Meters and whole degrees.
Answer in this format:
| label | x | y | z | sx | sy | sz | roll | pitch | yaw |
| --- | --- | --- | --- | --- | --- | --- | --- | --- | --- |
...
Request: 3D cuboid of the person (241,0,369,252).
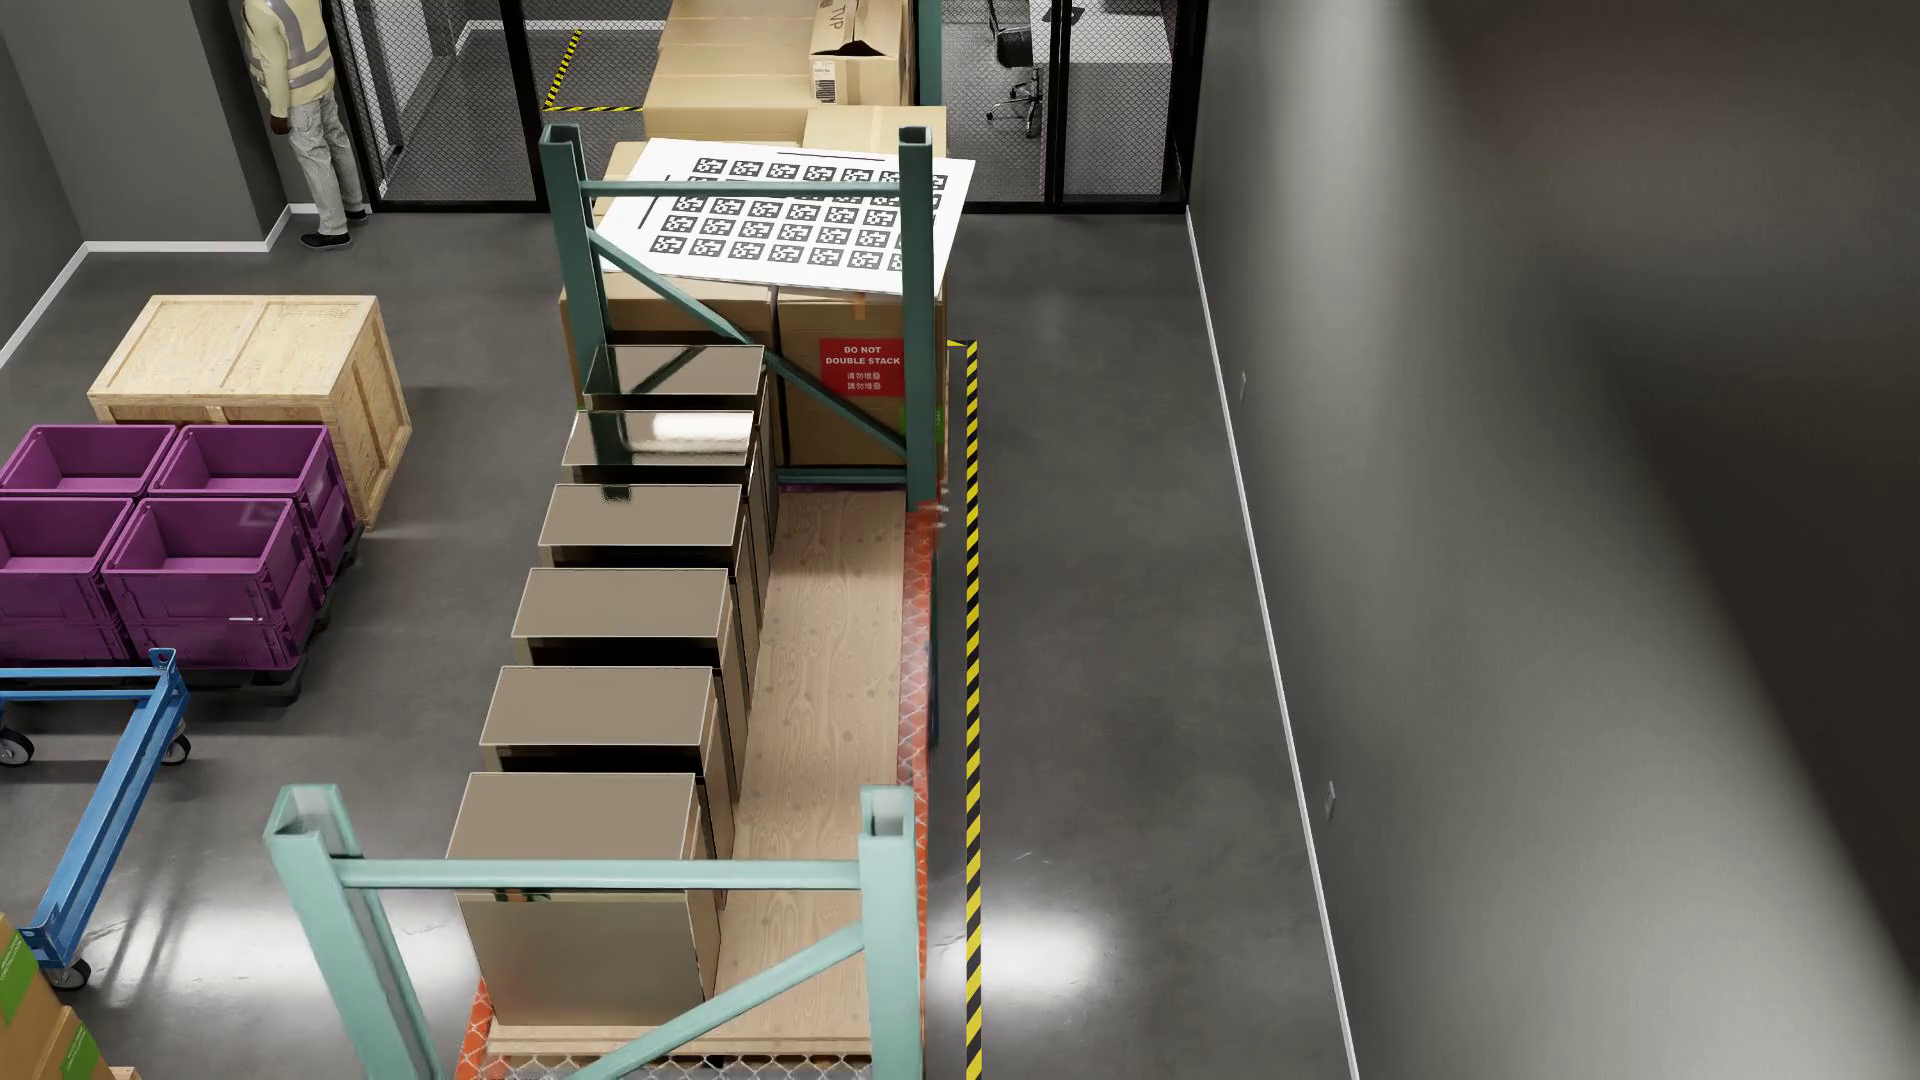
| label | x | y | z | sx | sy | sz | roll | pitch | yaw |
| --- | --- | --- | --- | --- | --- | --- | --- | --- | --- |
| person | -3.471 | -2.392 | 8.700 | 0.404 | 1.833 | 0.590 | 5 | 41 | 5 |
